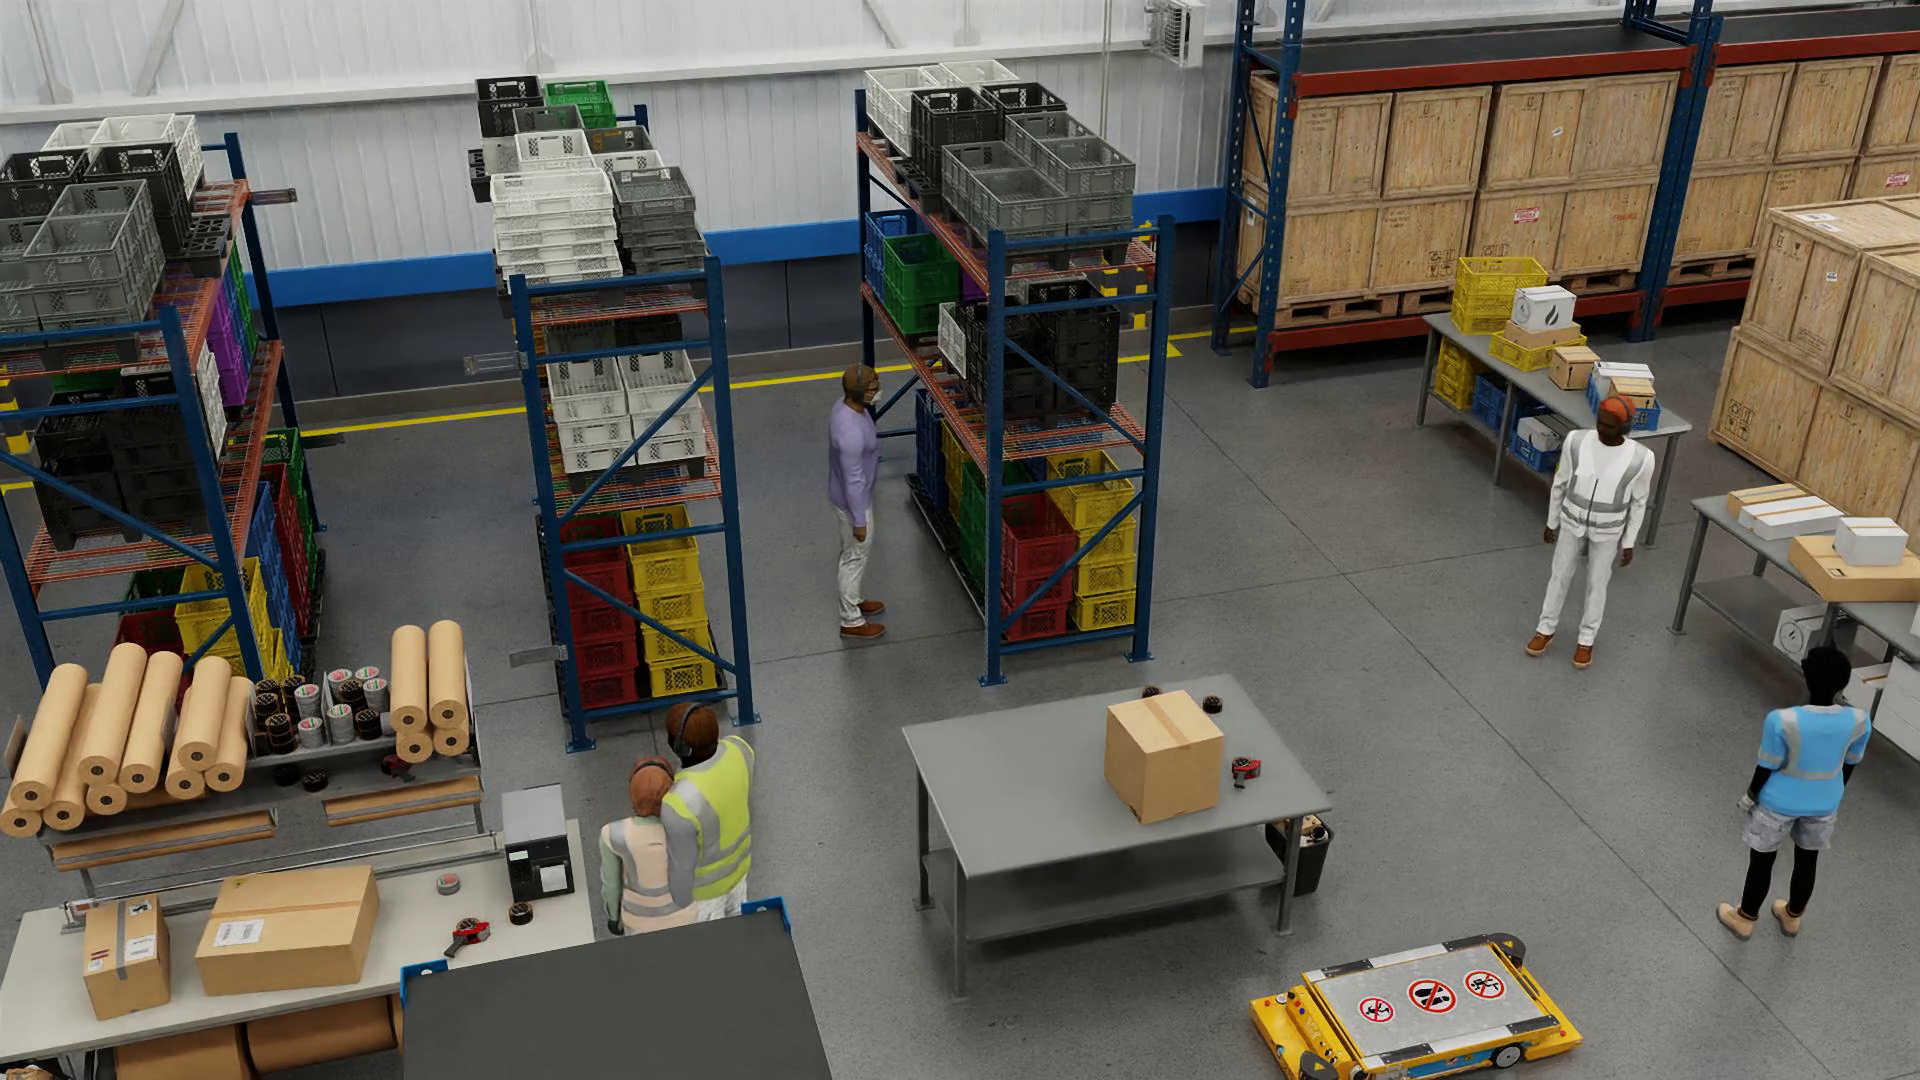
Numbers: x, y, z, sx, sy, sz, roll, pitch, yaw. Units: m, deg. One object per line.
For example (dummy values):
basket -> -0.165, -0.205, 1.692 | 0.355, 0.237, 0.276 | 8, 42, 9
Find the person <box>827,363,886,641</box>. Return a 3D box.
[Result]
person -> -0.682, -0.256, 10.888 | 0.371, 1.933, 0.634 | -2, 29, -4

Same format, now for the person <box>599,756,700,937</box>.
person -> -1.360, 1.706, 7.626 | 0.528, 1.631, 0.321 | -8, 30, -15

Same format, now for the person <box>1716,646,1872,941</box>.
person -> 4.176, 1.288, 8.322 | 0.529, 1.692, 0.321 | -1, 29, -1

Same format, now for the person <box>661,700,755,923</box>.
person -> -1.185, 1.533, 7.725 | 0.429, 1.844, 0.626 | 12, 31, 20

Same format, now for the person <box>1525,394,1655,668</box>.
person -> 4.016, -0.067, 10.590 | 0.573, 1.885, 0.356 | 18, 33, 29

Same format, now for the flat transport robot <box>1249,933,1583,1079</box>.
flat transport robot -> 2.184, 2.282, 7.980 | 1.431, 0.197, 0.652 | -8, 30, -14
